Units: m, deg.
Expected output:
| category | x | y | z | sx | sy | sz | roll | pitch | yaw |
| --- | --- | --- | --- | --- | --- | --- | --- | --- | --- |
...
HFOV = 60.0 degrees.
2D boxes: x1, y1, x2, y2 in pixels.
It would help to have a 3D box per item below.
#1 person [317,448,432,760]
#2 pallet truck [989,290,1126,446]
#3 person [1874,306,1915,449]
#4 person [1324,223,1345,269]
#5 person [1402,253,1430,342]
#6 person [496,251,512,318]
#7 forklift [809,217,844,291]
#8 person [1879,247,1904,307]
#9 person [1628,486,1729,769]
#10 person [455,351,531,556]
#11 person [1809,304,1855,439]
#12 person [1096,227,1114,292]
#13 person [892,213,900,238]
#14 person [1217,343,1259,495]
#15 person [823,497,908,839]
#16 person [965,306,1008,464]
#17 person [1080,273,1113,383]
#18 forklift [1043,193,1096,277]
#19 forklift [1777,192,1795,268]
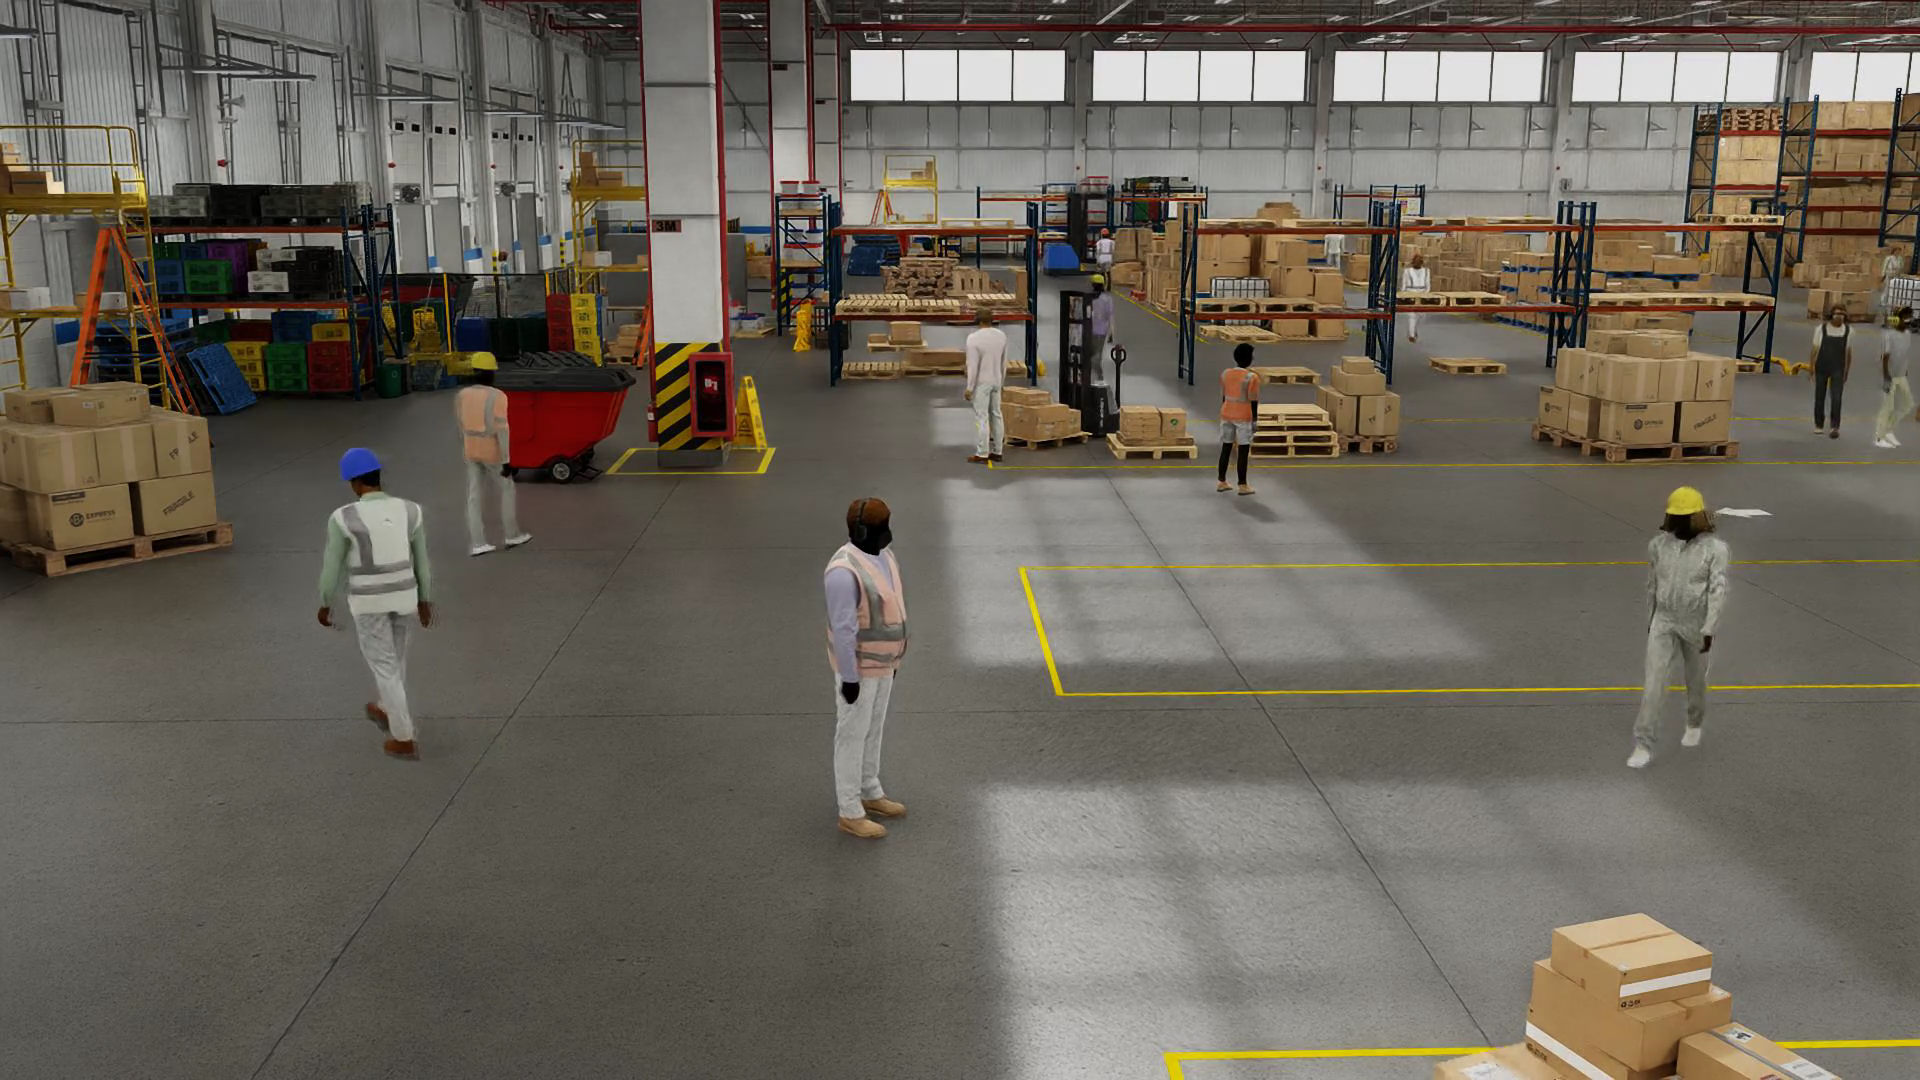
| category | x | y | z | sx | sy | sz | roll | pitch | yaw |
| --- | --- | --- | --- | --- | --- | --- | --- | --- | --- |
| person | -3.648 | 0.372 | 10.281 | 0.917 | 1.892 | 0.599 | 10 | 16 | 37 |
| pallet truck | 1.257 | -2.299 | 22.111 | 1.885 | 1.965 | 0.823 | -9 | 15 | -35 |
| person | 12.148 | -2.100 | 21.546 | 0.542 | 1.851 | 0.436 | -6 | 14 | -25 |
| person | 11.901 | -9.094 | 52.923 | 0.636 | 1.938 | 0.362 | 1 | 13 | 5 |
| person | 9.614 | -5.104 | 35.062 | 0.609 | 1.869 | 0.459 | -1 | 13 | -5 |
| person | -11.208 | -6.260 | 40.834 | 0.313 | 1.634 | 0.514 | -10 | 16 | -38 |
| forklift | -4.375 | -8.619 | 48.637 | 1.873 | 2.768 | 1.129 | 0 | 12 | -2 |
| person | 24.746 | -6.962 | 44.068 | 0.538 | 1.585 | 0.851 | -3 | 13 | -15 |
| person | 4.406 | 0.503 | 10.150 | 0.491 | 1.700 | 0.884 | 9 | 16 | 36 |
| person | -4.404 | -0.834 | 15.708 | 0.621 | 1.897 | 0.807 | 5 | 13 | 21 |
| person | 11.741 | -2.270 | 22.435 | 0.516 | 1.794 | 0.966 | 6 | 14 | 24 |
| person | 4.326 | -8.337 | 49.546 | 0.569 | 1.921 | 0.533 | -1 | 13 | -3 |
| person | -2.555 | -11.996 | 66.032 | 0.355 | 1.936 | 0.633 | -5 | 14 | -23 |
| person | 3.109 | -1.346 | 18.525 | 0.322 | 1.690 | 0.530 | -11 | 16 | -40 |
| person | -0.494 | 0.675 | 9.041 | 0.430 | 1.845 | 0.624 | 5 | 13 | 20 |
| person | 0.311 | -1.895 | 20.429 | 0.629 | 1.937 | 0.376 | -11 | 17 | -41 |
| person | 2.255 | -3.506 | 27.809 | 0.592 | 1.897 | 0.845 | 7 | 14 | 29 |
| forklift | 3.845 | -10.398 | 56.667 | 1.873 | 2.768 | 1.129 | -2 | 13 | -8 |
| forklift | 29.927 | -11.218 | 60.370 | 1.873 | 2.768 | 1.129 | 0 | 12 | -2 |
